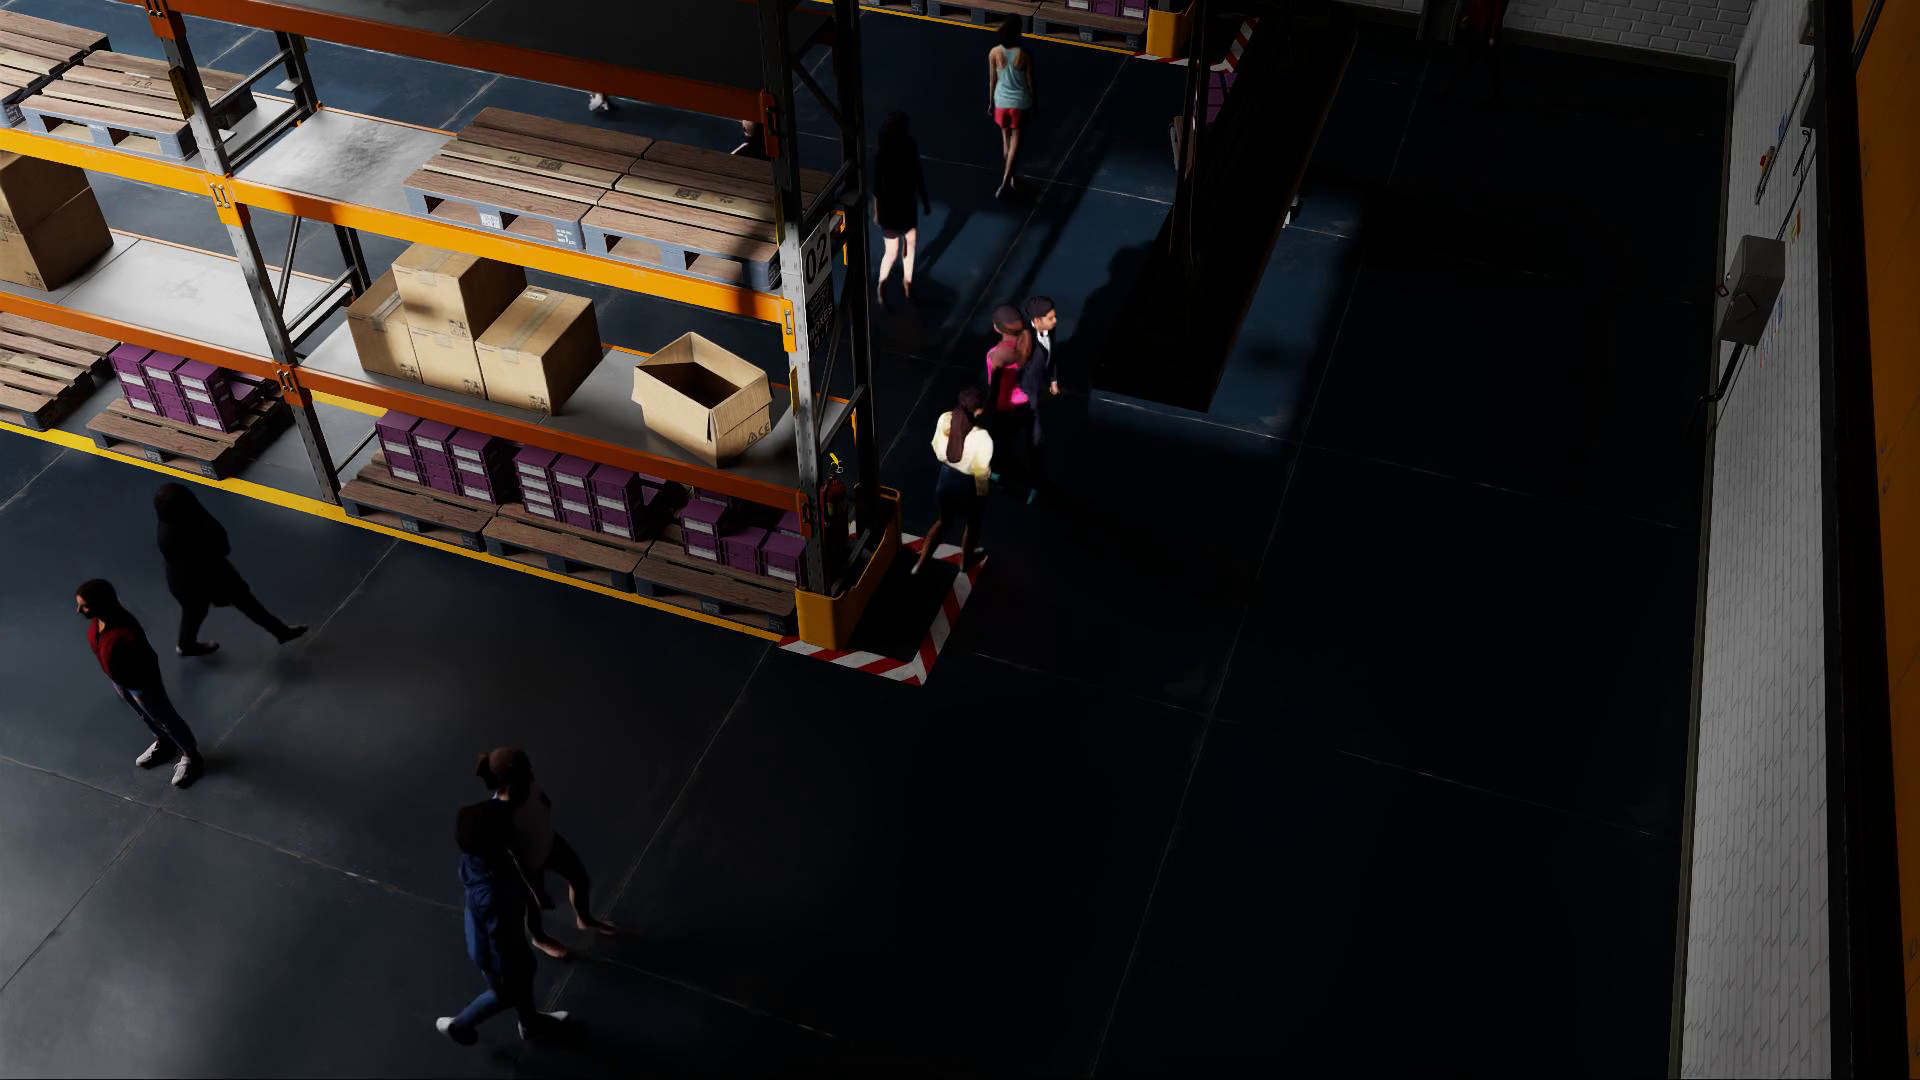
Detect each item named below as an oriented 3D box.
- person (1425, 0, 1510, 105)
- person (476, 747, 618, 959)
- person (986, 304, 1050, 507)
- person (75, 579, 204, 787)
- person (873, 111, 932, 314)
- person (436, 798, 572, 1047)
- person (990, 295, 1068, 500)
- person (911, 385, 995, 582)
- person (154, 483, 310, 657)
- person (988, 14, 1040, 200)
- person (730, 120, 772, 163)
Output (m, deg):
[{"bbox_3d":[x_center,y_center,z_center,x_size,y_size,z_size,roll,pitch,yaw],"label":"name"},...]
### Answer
[{"bbox_3d":[5.239,-4.983,16.240,1.094,1.622,0.814,2,44,2],"label":"person"},{"bbox_3d":[-2.416,1.718,9.110,0.682,1.754,0.584,14,45,14],"label":"person"},{"bbox_3d":[0.408,-0.924,11.915,0.952,1.710,0.730,31,51,28],"label":"person"},{"bbox_3d":[-5.017,0.836,10.122,0.533,1.635,0.705,23,48,22],"label":"person"},{"bbox_3d":[-0.522,-2.768,13.788,0.724,1.796,0.731,-26,50,-25],"label":"person"},{"bbox_3d":[-2.504,2.079,8.724,1.107,1.764,1.027,-9,44,-9],"label":"person"},{"bbox_3d":[0.413,-1.073,12.095,0.968,1.678,0.757,19,47,18],"label":"person"},{"bbox_3d":[-0.038,-0.323,11.358,0.950,1.608,0.874,25,49,24],"label":"person"},{"bbox_3d":[-5.011,0.257,10.786,1.220,1.558,0.987,-6,44,-6],"label":"person"},{"bbox_3d":[0.455,-3.887,14.990,0.674,1.760,0.692,13,45,13],"label":"person"},{"bbox_3d":[-1.615,-2.687,13.674,0.760,1.836,0.804,-21,47,-20],"label":"person"}]
